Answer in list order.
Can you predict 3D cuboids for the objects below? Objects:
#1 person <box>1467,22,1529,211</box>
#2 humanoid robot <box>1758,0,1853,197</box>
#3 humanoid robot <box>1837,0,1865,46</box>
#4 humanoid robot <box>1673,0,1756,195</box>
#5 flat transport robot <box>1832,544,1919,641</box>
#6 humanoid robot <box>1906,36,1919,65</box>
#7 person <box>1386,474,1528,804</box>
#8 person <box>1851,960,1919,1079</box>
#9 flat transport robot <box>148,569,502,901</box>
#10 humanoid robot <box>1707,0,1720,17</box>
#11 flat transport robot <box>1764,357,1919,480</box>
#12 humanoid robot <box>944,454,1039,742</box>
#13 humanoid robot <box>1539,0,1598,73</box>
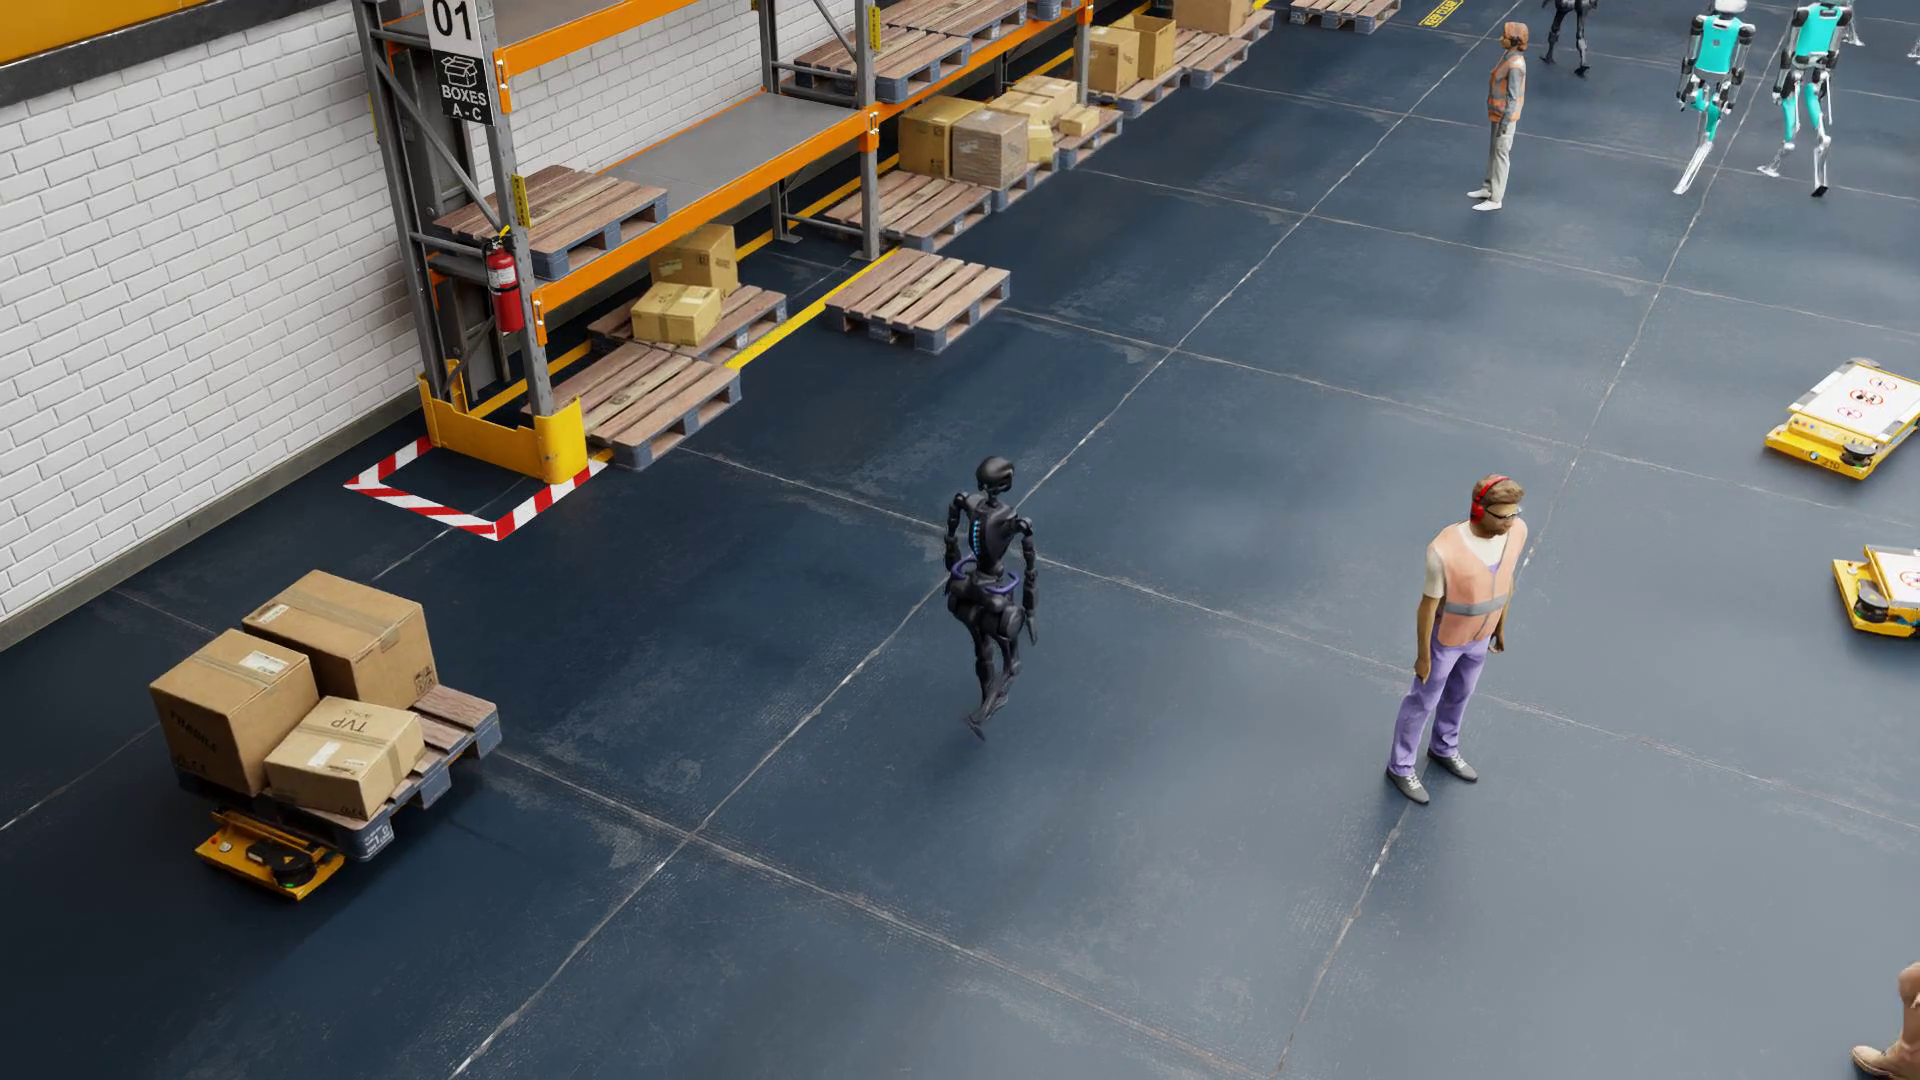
[{"bbox_3d":[4.717,-3.681,14.470,0.313,1.641,0.514,5,34,8],"label":"person"},{"bbox_3d":[7.654,-3.938,14.827,0.547,1.813,0.921,-4,34,-7],"label":"humanoid robot"},{"bbox_3d":[10.157,-6.417,18.496,0.707,1.756,0.531,28,43,35],"label":"humanoid robot"},{"bbox_3d":[6.820,-4.060,15.012,0.532,1.778,1.036,24,40,31],"label":"humanoid robot"},{"bbox_3d":[5.880,0.363,9.599,1.431,0.231,0.659,7,34,11],"label":"flat transport robot"},{"bbox_3d":[10.600,-5.983,17.895,0.796,1.796,0.545,-12,35,-18],"label":"humanoid robot"},{"bbox_3d":[2.398,0.453,8.046,0.559,1.836,0.389,-17,37,-24],"label":"person"},{"bbox_3d":[3.839,1.613,6.380,0.596,1.724,0.497,22,39,29],"label":"person"},{"bbox_3d":[-3.052,1.191,8.345,0.659,0.231,1.431,15,36,21],"label":"flat transport robot"},{"bbox_3d":[8.814,-6.710,19.059,0.777,1.623,0.587,-26,41,-33],"label":"humanoid robot"},{"bbox_3d":[6.179,-0.854,11.439,1.431,0.231,0.659,-28,43,-35],"label":"flat transport robot"},{"bbox_3d":[0.099,0.301,8.426,0.593,1.643,0.506,21,39,29],"label":"humanoid robot"},{"bbox_3d":[6.581,-5.836,17.745,0.601,1.640,0.767,-5,34,-8],"label":"humanoid robot"}]
